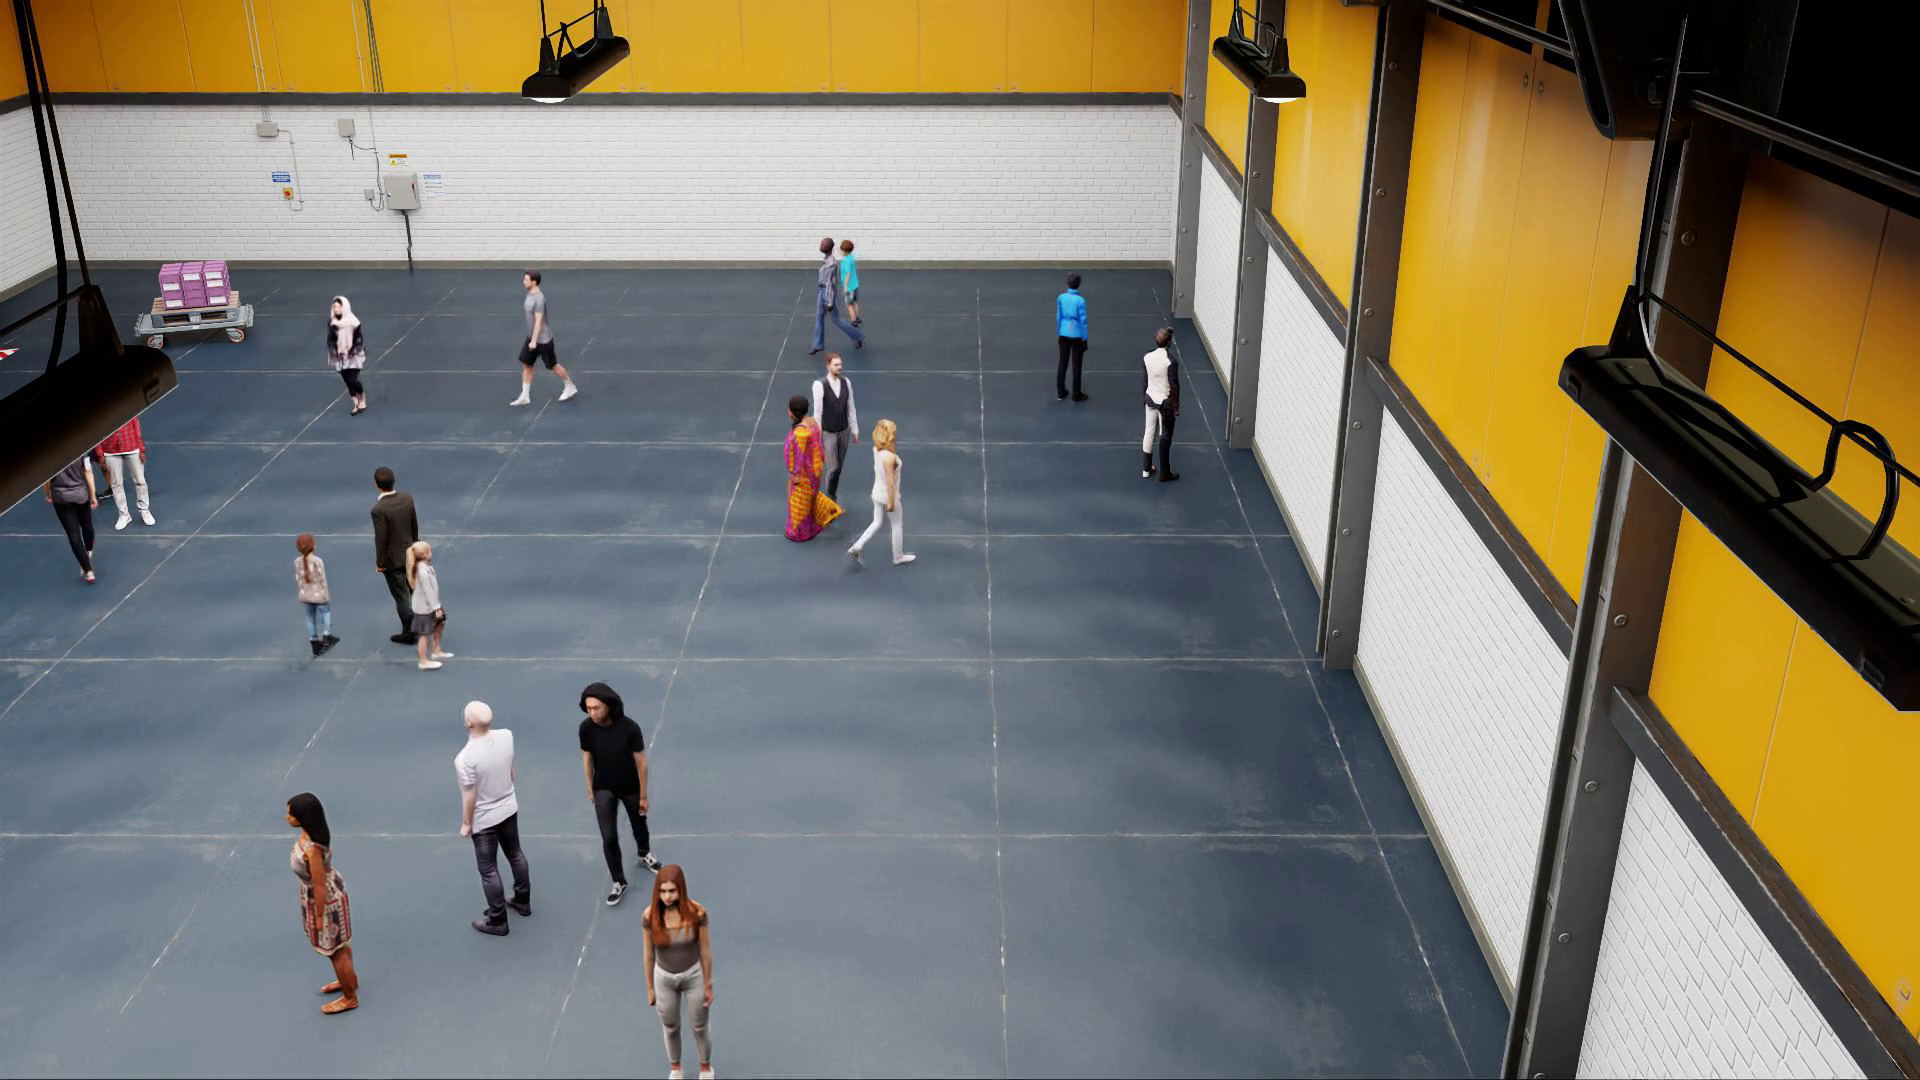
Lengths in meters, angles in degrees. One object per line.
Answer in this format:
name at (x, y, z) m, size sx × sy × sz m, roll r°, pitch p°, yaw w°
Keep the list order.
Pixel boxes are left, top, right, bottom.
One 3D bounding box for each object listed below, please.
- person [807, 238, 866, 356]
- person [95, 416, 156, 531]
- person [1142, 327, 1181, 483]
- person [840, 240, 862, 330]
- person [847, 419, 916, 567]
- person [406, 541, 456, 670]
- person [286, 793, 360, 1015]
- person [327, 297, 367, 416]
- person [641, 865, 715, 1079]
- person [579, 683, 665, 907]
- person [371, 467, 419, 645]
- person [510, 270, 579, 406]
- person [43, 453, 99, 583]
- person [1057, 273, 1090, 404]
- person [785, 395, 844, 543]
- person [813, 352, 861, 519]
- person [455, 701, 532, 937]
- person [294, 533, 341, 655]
person at (-1.835, -3.563, 24.557) m, size 0.876 × 1.763 × 1.113 m, roll -5°, pitch 24°, yaw -12°
person at (-9.456, -1.049, 18.732) m, size 0.746 × 1.820 × 0.732 m, roll -10°, pitch 26°, yaw -22°
person at (2.411, -1.646, 20.007) m, size 0.766 × 1.893 × 0.822 m, roll 21°, pitch 31°, yaw 39°
person at (-1.686, -4.009, 25.995) m, size 0.759 × 1.428 × 0.441 m, roll 4°, pitch 24°, yaw 9°
person at (-0.868, -0.475, 17.629) m, size 0.950 × 1.654 × 1.018 m, roll -12°, pitch 27°, yaw -26°
person at (-5.083, 0.620, 15.609) m, size 0.650 × 1.265 × 0.577 m, roll -5°, pitch 24°, yaw -12°
person at (-4.222, 2.395, 11.074) m, size 0.784 × 1.644 × 0.626 m, roll -10°, pitch 26°, yaw -22°
person at (-8.157, -2.482, 22.254) m, size 0.699 × 1.626 × 0.735 m, roll 5°, pitch 24°, yaw 11°
person at (-1.712, 2.713, 10.255) m, size 0.564 × 1.718 × 0.508 m, roll -1°, pitch 24°, yaw -2°
person at (-2.488, 1.786, 12.278) m, size 0.625 × 1.796 × 0.834 m, roll -1°, pitch 24°, yaw -3°
person at (-5.403, 0.139, 16.039) m, size 0.808 × 1.802 × 0.656 m, roll 12°, pitch 26°, yaw 25°
person at (-5.612, -2.741, 22.575) m, size 1.176 × 1.844 × 1.183 m, roll -18°, pitch 29°, yaw -35°
person at (-9.265, -0.386, 17.346) m, size 1.043 × 1.716 × 1.187 m, roll -16°, pitch 29°, yaw -33°
person at (1.516, -2.774, 22.710) m, size 0.695 × 1.797 × 0.719 m, roll 16°, pitch 28°, yaw 32°
person at (-1.654, -0.796, 18.361) m, size 0.723 × 1.655 × 0.807 m, roll -1°, pitch 24°, yaw -1°
person at (-1.501, -1.251, 19.068) m, size 0.812 × 1.923 × 0.858 m, roll -18°, pitch 29°, yaw -36°
person at (-3.331, 1.956, 11.845) m, size 0.813 × 1.832 × 0.697 m, roll 13°, pitch 27°, yaw 26°
person at (-6.207, 0.540, 15.901) m, size 0.532 × 1.178 × 0.567 m, roll 4°, pitch 24°, yaw 8°
